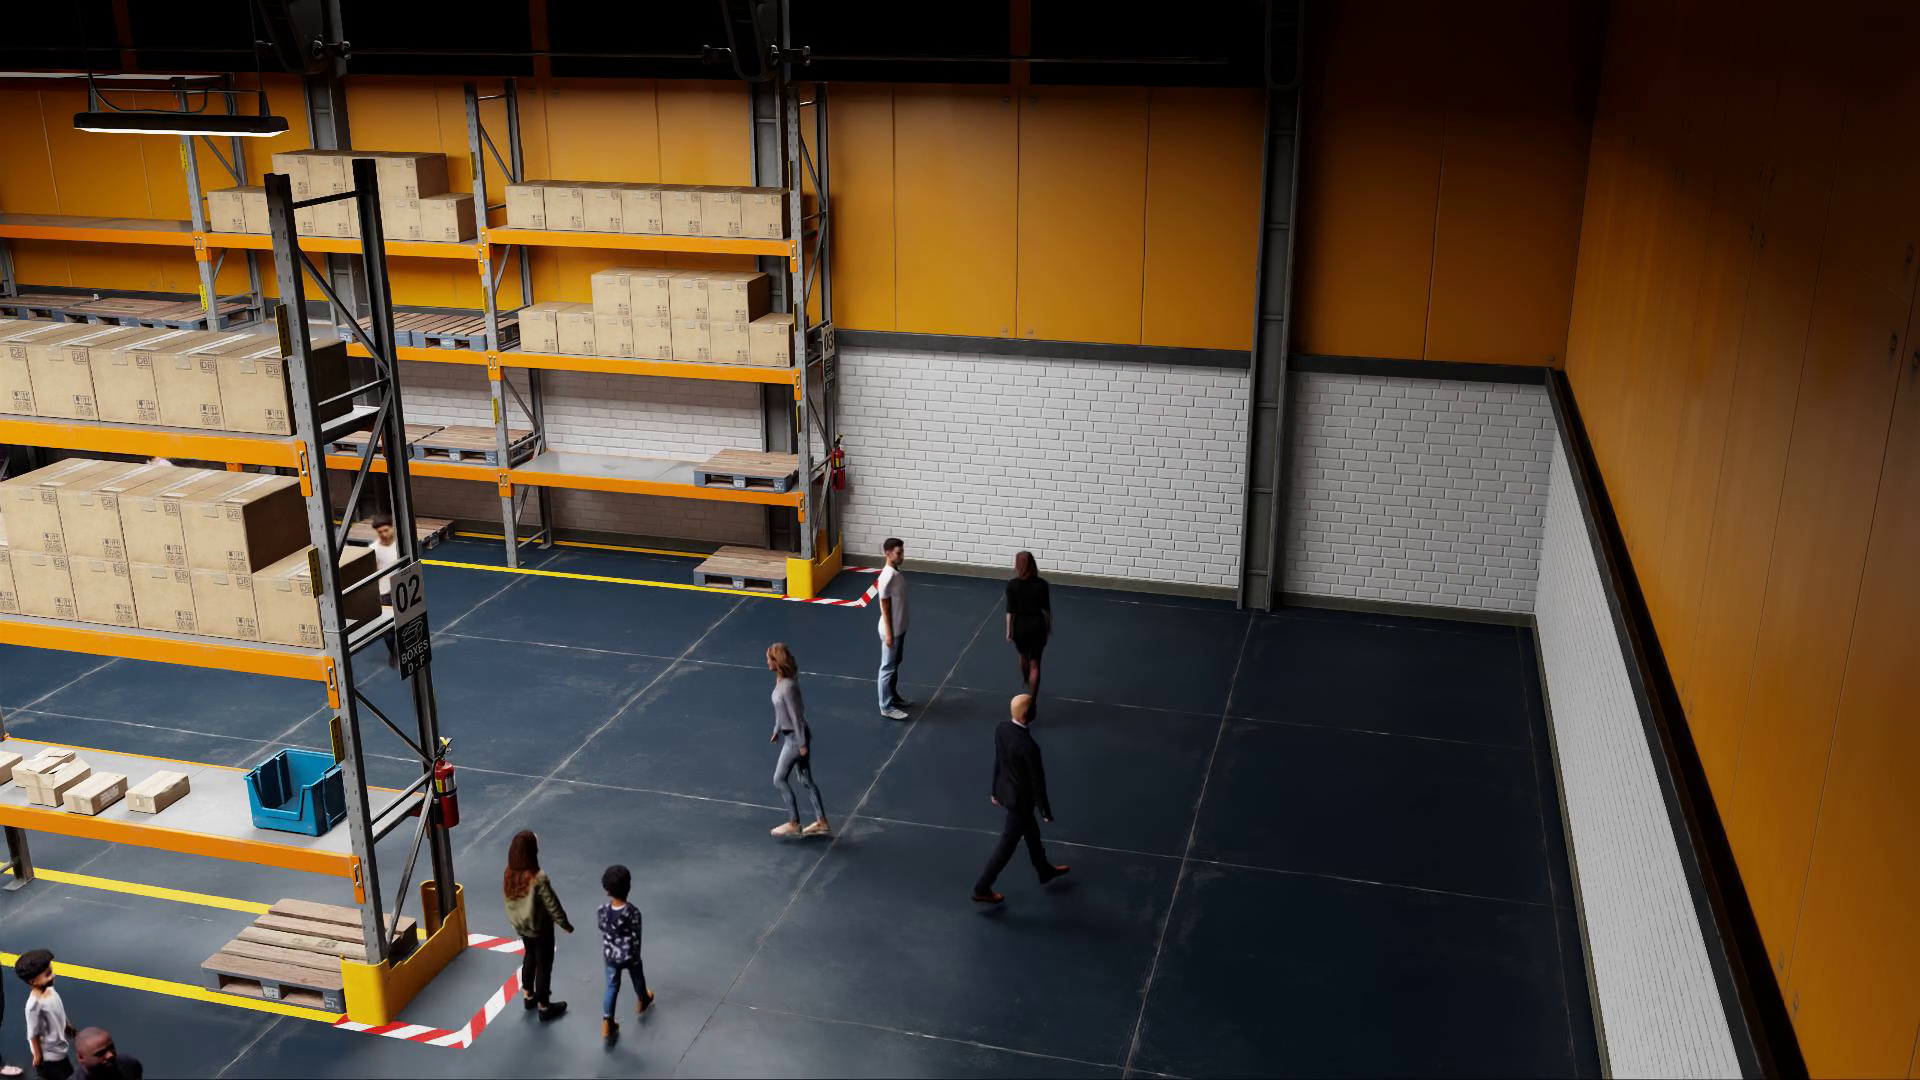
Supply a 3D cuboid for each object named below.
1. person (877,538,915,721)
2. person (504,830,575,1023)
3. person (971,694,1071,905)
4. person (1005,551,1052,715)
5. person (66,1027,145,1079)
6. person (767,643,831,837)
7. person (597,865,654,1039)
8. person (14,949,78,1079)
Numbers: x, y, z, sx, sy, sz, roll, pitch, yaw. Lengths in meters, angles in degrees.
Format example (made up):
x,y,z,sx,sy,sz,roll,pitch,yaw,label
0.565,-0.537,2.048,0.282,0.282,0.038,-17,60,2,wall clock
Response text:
x,y,z,sx,sy,sz,roll,pitch,yaw,label
-0.686,0.869,16.798,0.581,1.862,0.684,3,19,10,person
-3.042,2.754,11.812,0.634,1.472,0.751,13,23,34,person
0.398,2.102,13.293,1.287,1.763,1.214,-10,21,-27,person
0.697,0.988,16.797,1.108,1.637,0.828,2,19,5,person
-4.721,3.464,9.171,0.796,1.811,0.755,7,20,21,person
-1.354,1.756,14.342,0.847,1.748,0.764,-5,19,-15,person
-2.419,2.911,11.721,0.783,1.232,0.622,3,19,8,person
-5.966,3.230,10.754,0.684,1.245,0.614,-5,19,-14,person
